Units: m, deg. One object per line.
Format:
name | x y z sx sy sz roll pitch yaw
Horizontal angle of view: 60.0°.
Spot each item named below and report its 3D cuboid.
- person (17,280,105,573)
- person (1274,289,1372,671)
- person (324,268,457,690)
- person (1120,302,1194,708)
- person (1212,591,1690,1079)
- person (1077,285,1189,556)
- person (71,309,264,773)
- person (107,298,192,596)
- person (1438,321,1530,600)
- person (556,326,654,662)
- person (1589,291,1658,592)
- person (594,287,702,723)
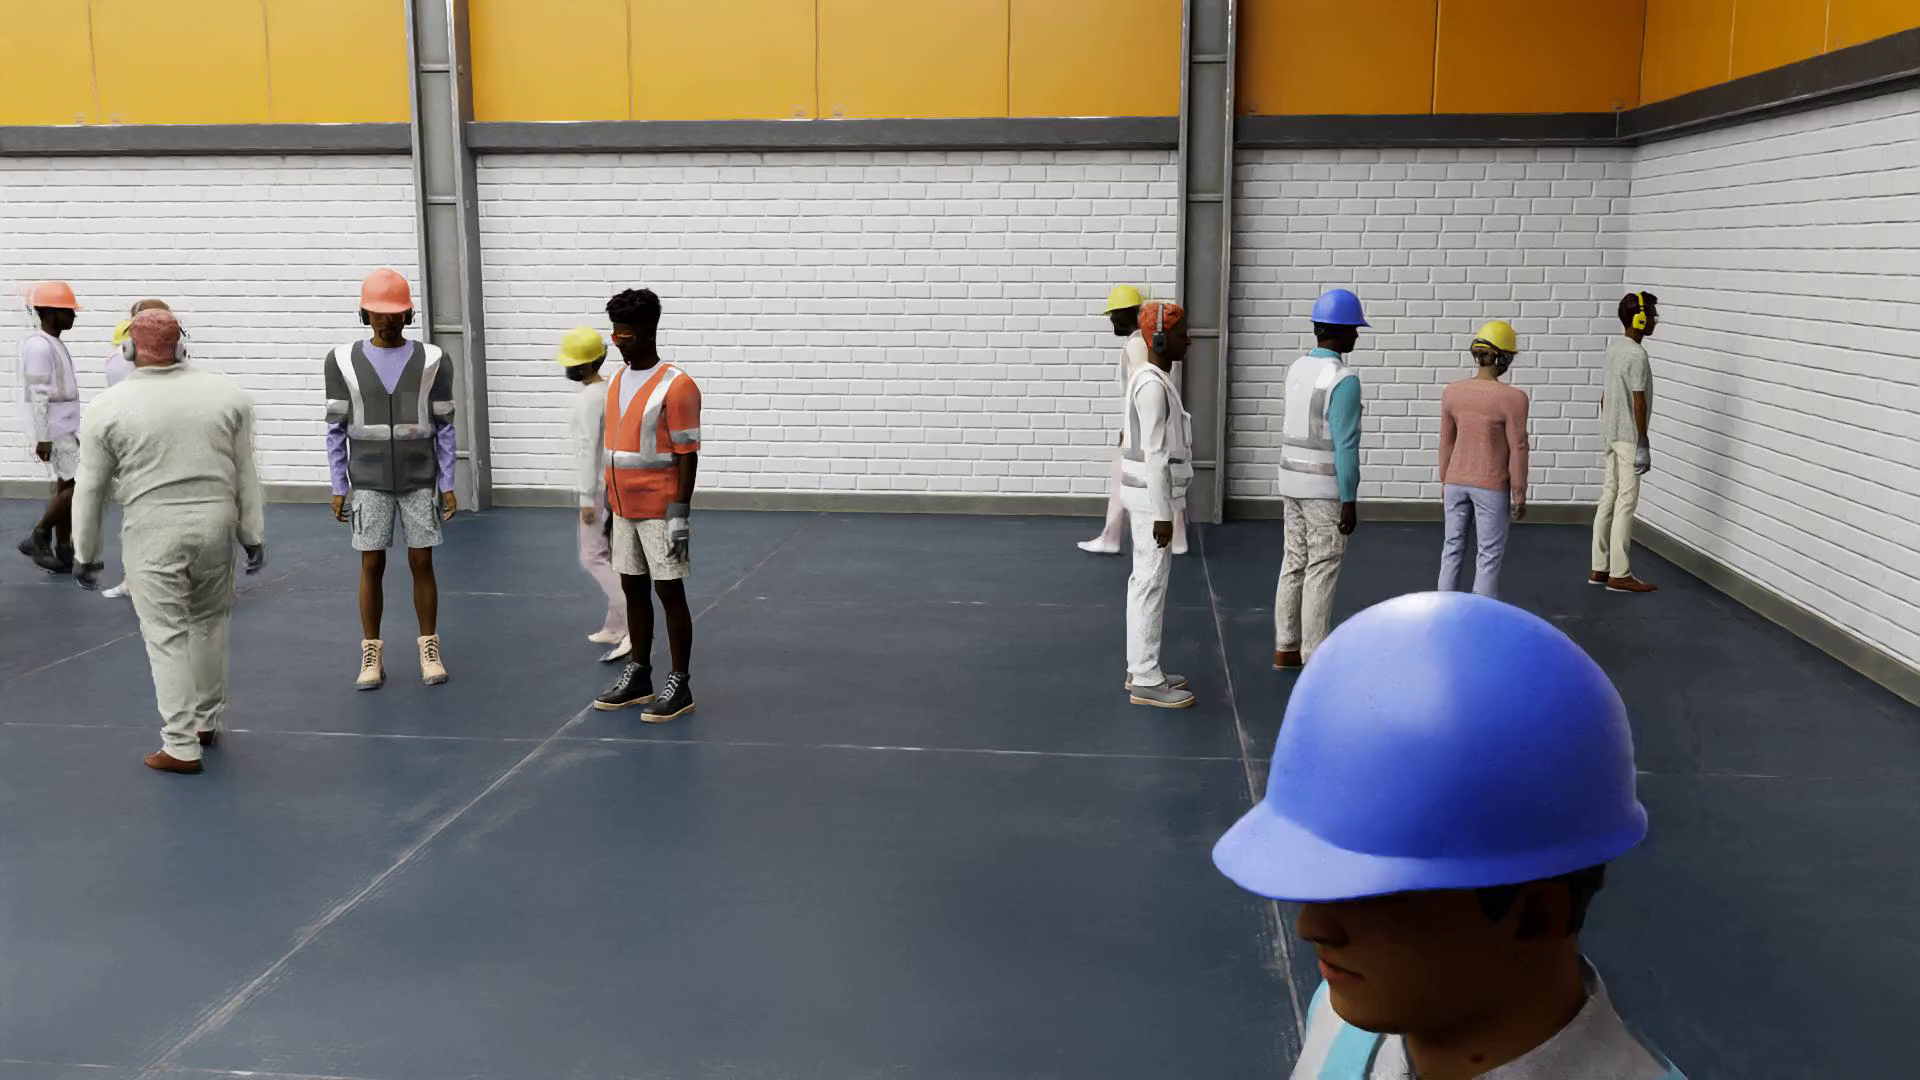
person | -5.867 -0.721 10.847 0.412 1.926 0.555 -3 10 -16
person | 1.790 -0.255 8.184 0.418 1.939 0.602 -3 10 -17
person | -2.748 -0.292 8.088 0.607 2.041 0.377 -4 11 -20
person | 0.929 -0.166 7.814 0.352 1.883 0.576 1 10 3
person | 0.377 0.973 1.294 1.011 1.893 0.625 -3 10 -17
person | 1.211 -0.815 11.549 0.859 1.876 0.602 3 10 16
person | -3.315 -0.006 6.892 0.710 1.885 0.690 10 14 43
person | -4.894 -0.560 10.215 0.429 1.846 0.633 1 10 8
person | 2.775 -0.276 8.815 0.343 1.755 0.531 -8 13 -38
person | -1.831 -0.259 8.773 0.458 1.746 0.675 1 10 6
person | 4.183 -0.612 10.408 0.328 1.872 0.514 -1 10 -4
person | -1.427 -0.159 7.553 0.603 1.961 0.366 8 13 39
